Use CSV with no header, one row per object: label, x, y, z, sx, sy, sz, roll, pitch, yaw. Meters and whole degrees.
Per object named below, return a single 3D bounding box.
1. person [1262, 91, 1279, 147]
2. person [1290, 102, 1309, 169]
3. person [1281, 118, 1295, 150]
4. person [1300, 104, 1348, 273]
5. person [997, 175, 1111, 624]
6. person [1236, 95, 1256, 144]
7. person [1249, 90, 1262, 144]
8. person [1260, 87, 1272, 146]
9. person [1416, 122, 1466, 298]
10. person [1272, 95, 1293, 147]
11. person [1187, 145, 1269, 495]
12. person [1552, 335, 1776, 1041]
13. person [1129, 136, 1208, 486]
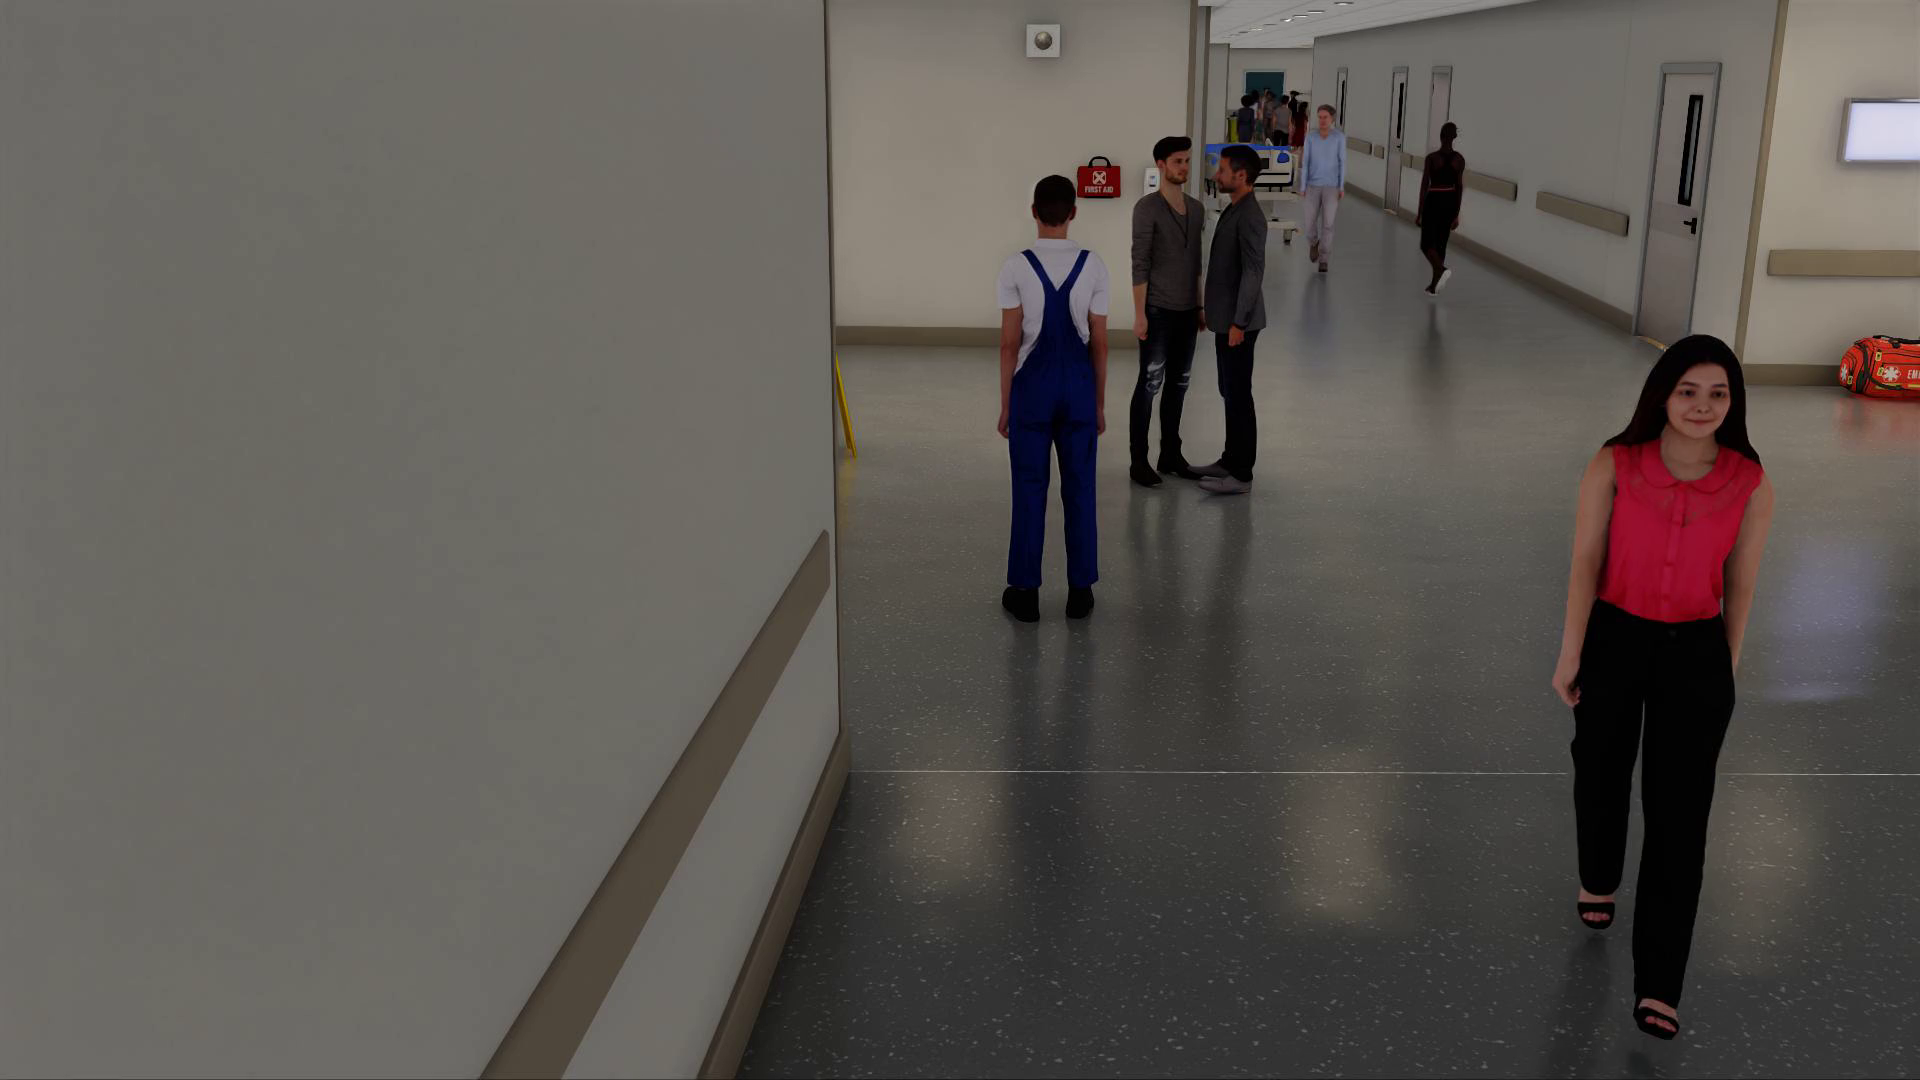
person,8.795,-11.846,47.143,0.634,1.698,0.710,4,16,13
person,8.007,-9.562,39.334,0.960,1.532,0.914,-13,21,-40
person,7.922,-9.636,40.266,0.733,1.176,0.717,7,17,25
person,4.170,-4.029,19.087,0.926,1.876,0.826,4,16,14
person,0.382,-0.584,6.916,0.566,1.851,0.726,-2,16,-6
person,6.706,-9.590,39.174,0.878,1.680,0.637,1,16,5
person,8.351,-11.987,47.639,0.867,1.700,0.828,6,17,20
person,9.483,-13.193,51.823,0.800,1.750,0.847,-11,19,-35
person,4.844,-3.292,16.719,0.945,1.743,0.757,-1,16,-4
person,7.556,-9.581,39.151,1.089,1.675,0.741,3,16,11
person,1.504,-1.202,9.067,0.609,1.873,0.689,0,16,1
person,1.696,0.322,4.137,1.085,1.615,0.857,6,17,19
person,1.150,-1.282,9.291,0.759,1.904,0.827,-12,20,-36
